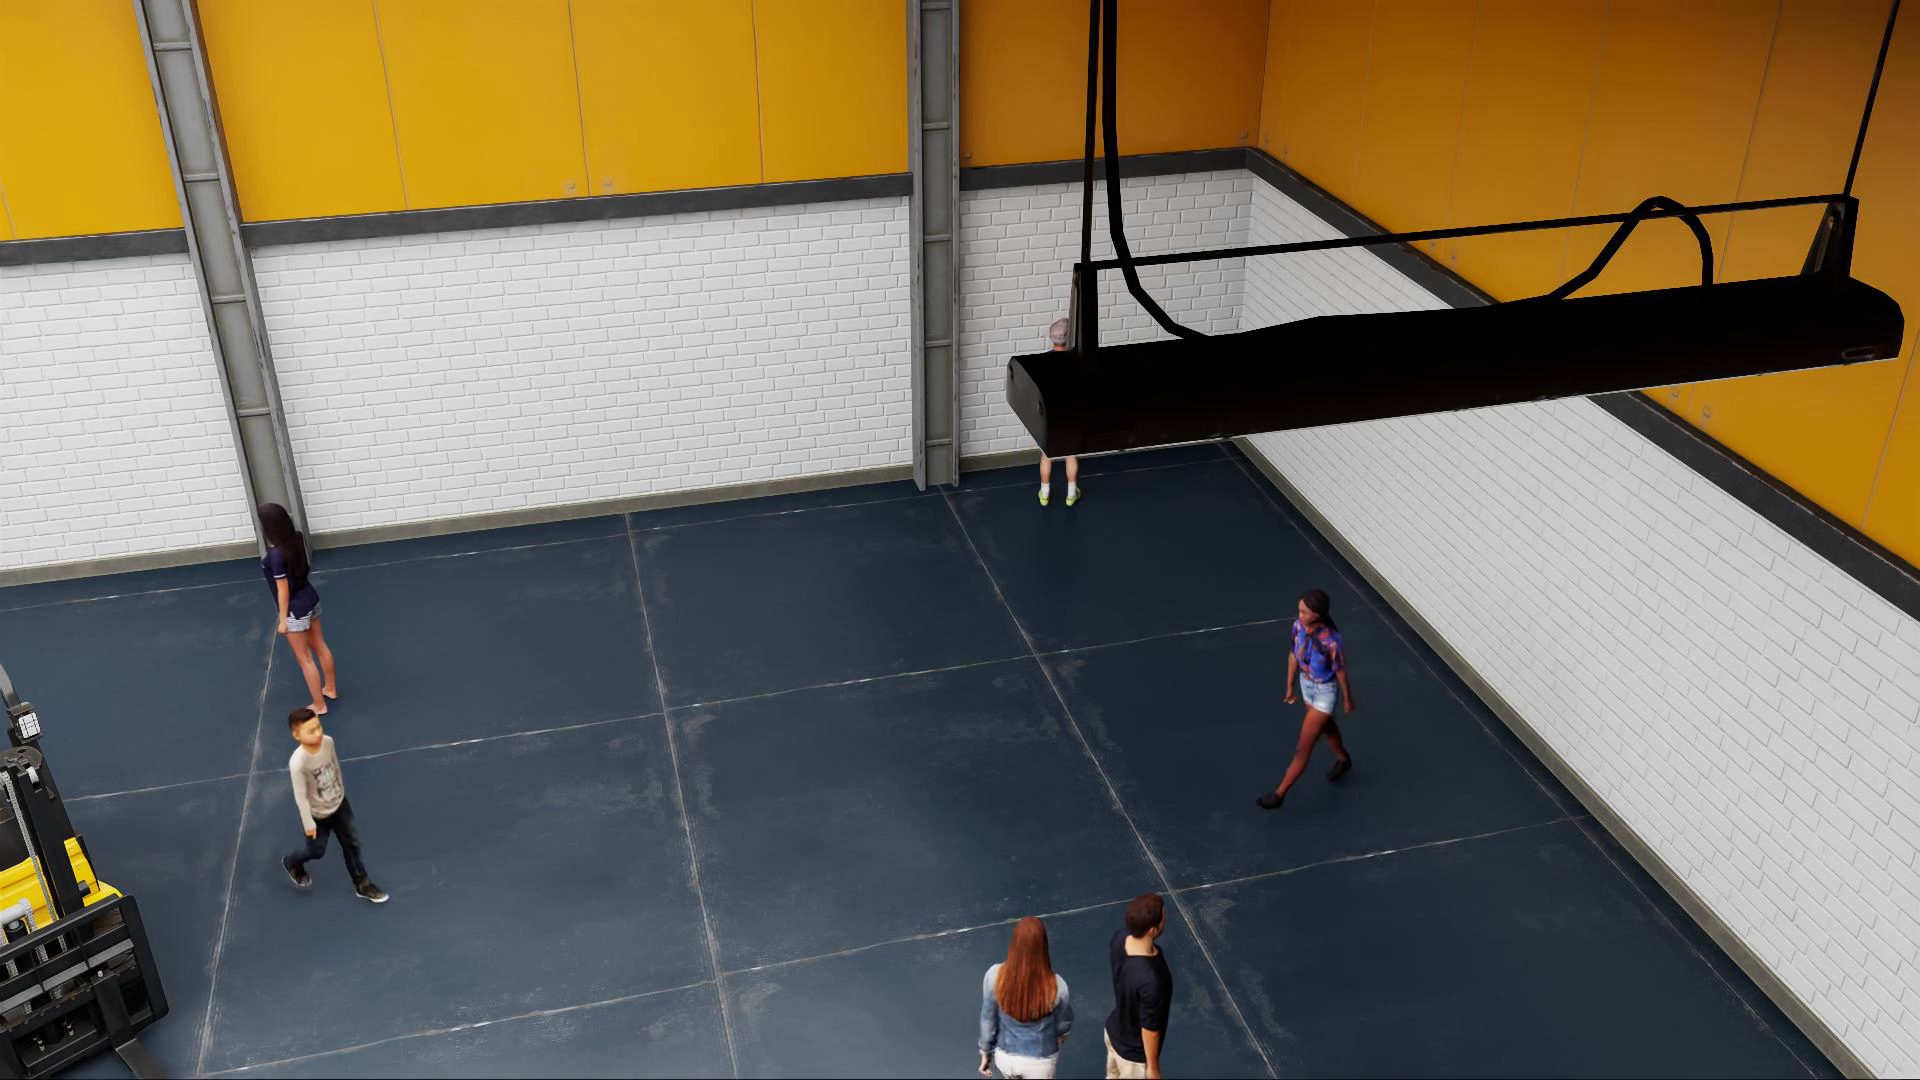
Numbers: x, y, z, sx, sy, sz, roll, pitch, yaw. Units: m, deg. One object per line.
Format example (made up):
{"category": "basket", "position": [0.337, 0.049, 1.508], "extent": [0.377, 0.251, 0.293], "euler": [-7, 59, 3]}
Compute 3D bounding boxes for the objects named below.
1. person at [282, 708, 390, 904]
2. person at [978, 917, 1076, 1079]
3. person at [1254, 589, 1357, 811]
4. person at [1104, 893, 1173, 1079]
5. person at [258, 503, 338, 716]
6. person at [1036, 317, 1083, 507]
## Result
{"category": "person", "position": [-4.114, 1.699, 10.615], "extent": [1.034, 1.441, 0.904], "euler": [11, 30, 19]}
{"category": "person", "position": [0.314, 2.727, 8.499], "extent": [1.076, 1.662, 1.046], "euler": [10, 30, 17]}
{"category": "person", "position": [2.554, 1.075, 11.518], "extent": [1.271, 1.672, 0.854], "euler": [-18, 33, -29]}
{"category": "person", "position": [0.883, 2.580, 8.573], "extent": [0.546, 1.850, 0.637], "euler": [-8, 30, -15]}
{"category": "person", "position": [-4.946, 0.511, 12.453], "extent": [0.658, 1.766, 0.656], "euler": [5, 29, 9]}
{"category": "person", "position": [0.926, -1.191, 15.499], "extent": [0.613, 1.838, 0.762], "euler": [3, 29, 5]}
